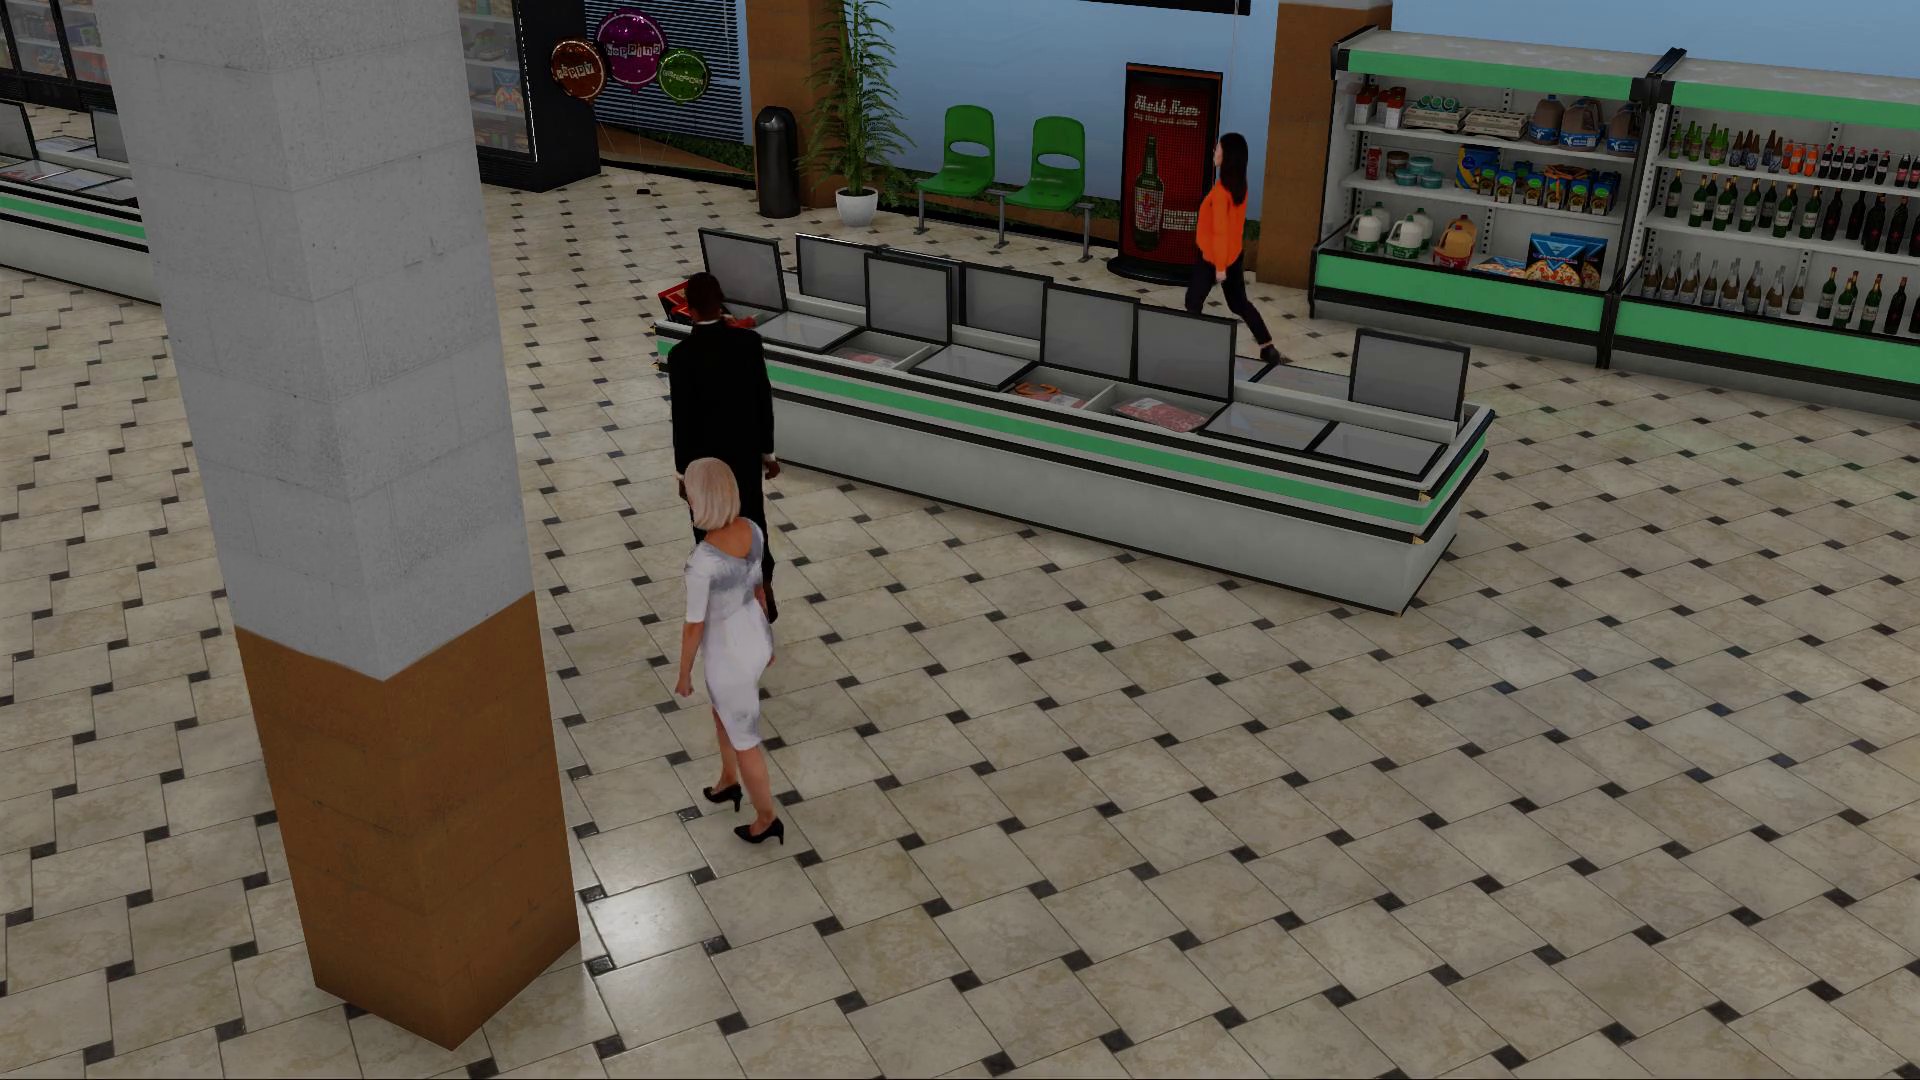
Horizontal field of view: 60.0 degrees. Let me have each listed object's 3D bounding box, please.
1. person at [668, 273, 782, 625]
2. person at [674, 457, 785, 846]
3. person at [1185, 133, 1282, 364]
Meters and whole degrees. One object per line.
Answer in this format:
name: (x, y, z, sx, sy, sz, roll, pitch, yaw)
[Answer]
person: (-1.133, -0.372, 8.202, 0.954, 1.893, 1.052, -14, 30, -26)
person: (-0.833, 0.492, 6.676, 0.719, 1.731, 0.582, 13, 30, 24)
person: (1.891, -1.907, 11.431, 1.096, 1.709, 0.608, 15, 30, 26)
